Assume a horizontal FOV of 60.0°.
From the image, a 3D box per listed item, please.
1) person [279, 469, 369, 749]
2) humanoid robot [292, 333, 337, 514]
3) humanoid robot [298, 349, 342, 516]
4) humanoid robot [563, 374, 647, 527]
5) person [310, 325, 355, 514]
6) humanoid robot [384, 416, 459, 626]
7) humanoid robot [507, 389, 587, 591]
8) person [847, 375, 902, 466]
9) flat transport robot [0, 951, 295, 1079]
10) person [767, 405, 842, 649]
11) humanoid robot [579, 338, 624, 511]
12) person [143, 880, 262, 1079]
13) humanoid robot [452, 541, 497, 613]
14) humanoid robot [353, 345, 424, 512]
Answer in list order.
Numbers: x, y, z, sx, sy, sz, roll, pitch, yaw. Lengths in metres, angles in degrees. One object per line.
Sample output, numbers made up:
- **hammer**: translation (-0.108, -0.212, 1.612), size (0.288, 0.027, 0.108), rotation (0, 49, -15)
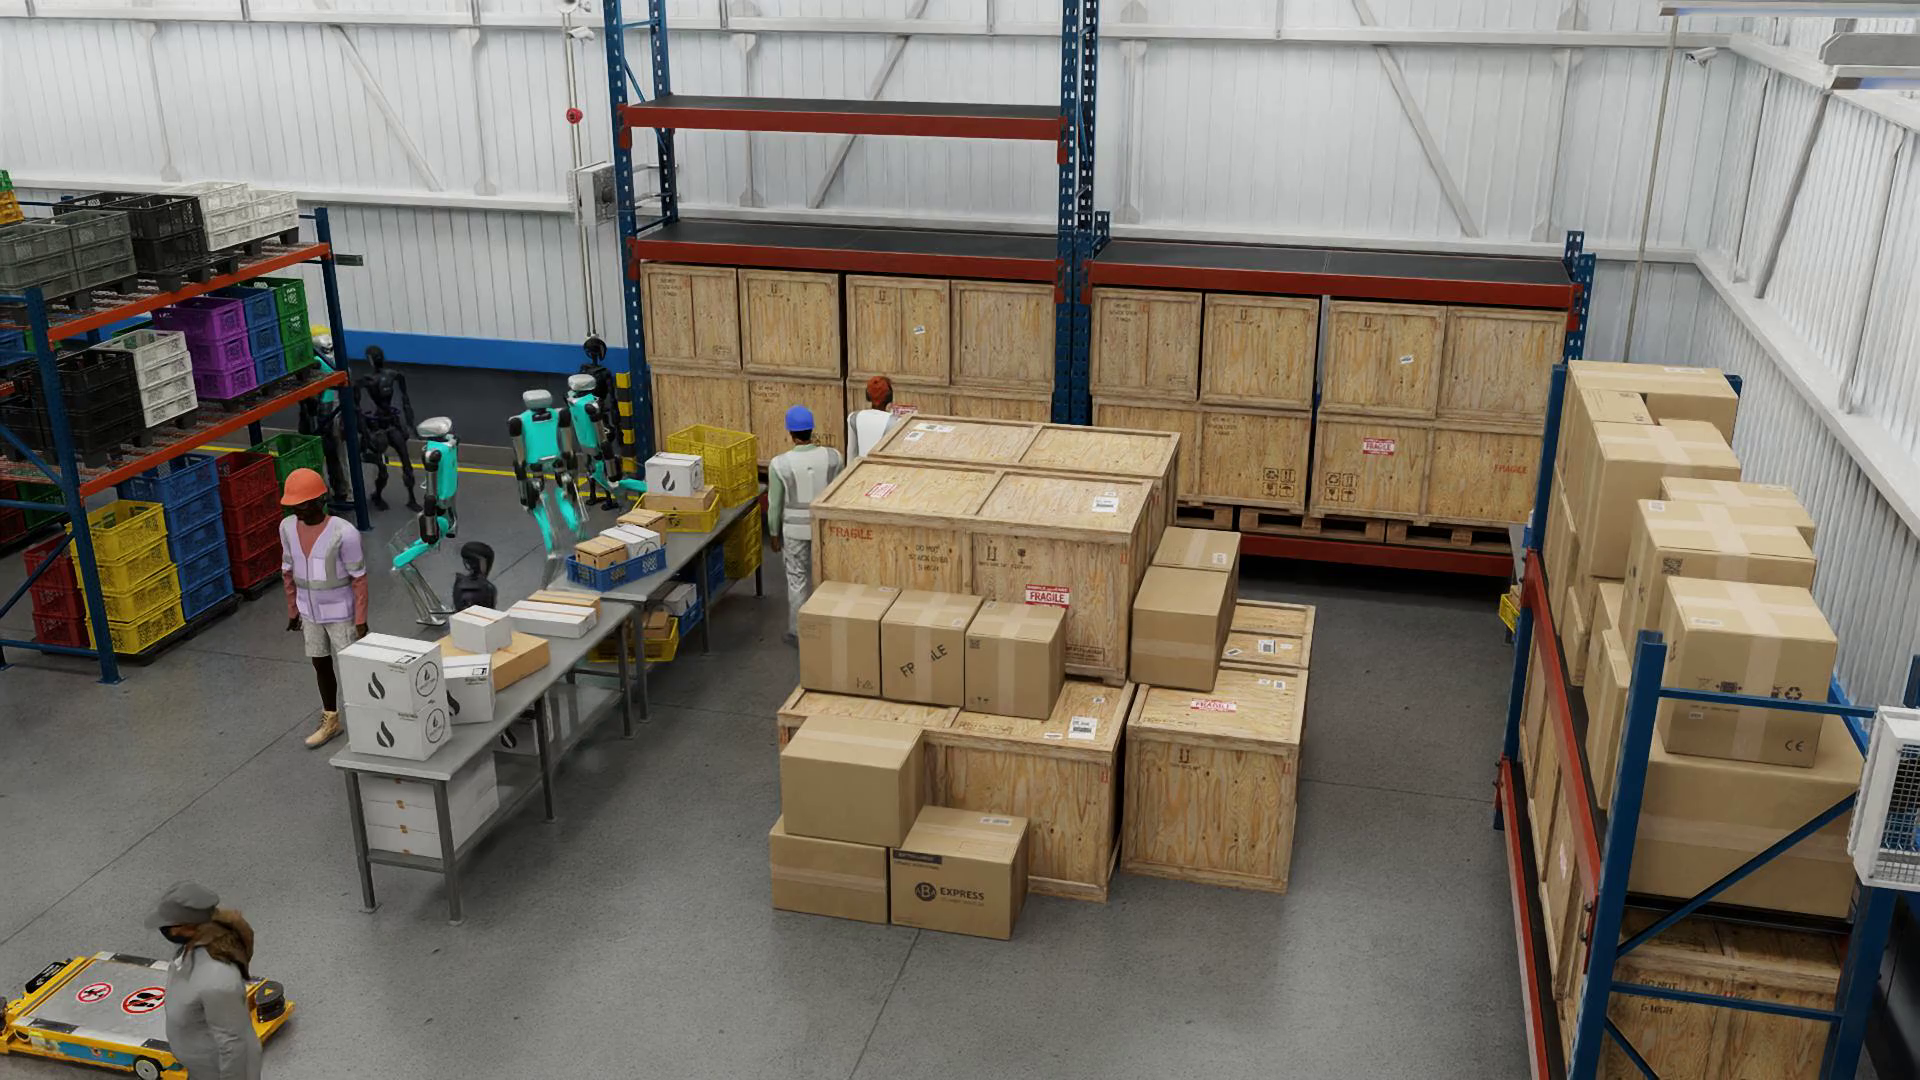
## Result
- **person**: translation (-4.313, 0.487, 11.290), size (0.614, 2.041, 0.379), rotation (6, 22, 15)
- **humanoid robot**: translation (-6.176, -1.083, 15.800), size (0.675, 1.784, 0.532), rotation (3, 21, 8)
- **humanoid robot**: translation (-6.055, -1.024, 15.741), size (0.312, 1.653, 0.609), rotation (4, 21, 10)
- **humanoid robot**: translation (-3.016, -0.647, 14.709), size (0.842, 1.773, 0.538), rotation (-16, 26, -36)
- **person**: translation (-6.002, -1.157, 15.880), size (0.586, 1.834, 0.404), rotation (19, 28, 41)
- **humanoid robot**: translation (-4.317, -0.157, 13.254), size (0.735, 1.693, 0.532), rotation (1, 21, 4)
- **humanoid robot**: translation (-3.363, -0.323, 13.860), size (0.533, 1.810, 0.699), rotation (-13, 24, -30)
- **person**: translation (-0.690, -0.464, 14.026), size (0.588, 1.873, 0.359), rotation (12, 24, 28)
- **flat transport robot**: translation (-4.270, 2.464, 8.601), size (1.431, 0.231, 0.659), rotation (5, 22, 13)
- **person**: translation (-1.202, -0.103, 12.997), size (0.618, 1.934, 0.434), rotation (-8, 22, -20)
- **humanoid robot**: translation (-3.480, -1.130, 16.012), size (0.599, 1.655, 0.315), rotation (19, 28, 40)
- **person**: translation (-3.152, 2.223, 7.127), size (0.396, 1.768, 0.572), rotation (-14, 25, -33)
- **humanoid robot**: translation (-3.260, 0.761, 11.091), size (0.481, 1.636, 0.608), rotation (-2, 21, -4)
- **humanoid robot**: translation (-5.481, -1.060, 15.859), size (0.528, 1.647, 0.609), rotation (19, 28, 40)
